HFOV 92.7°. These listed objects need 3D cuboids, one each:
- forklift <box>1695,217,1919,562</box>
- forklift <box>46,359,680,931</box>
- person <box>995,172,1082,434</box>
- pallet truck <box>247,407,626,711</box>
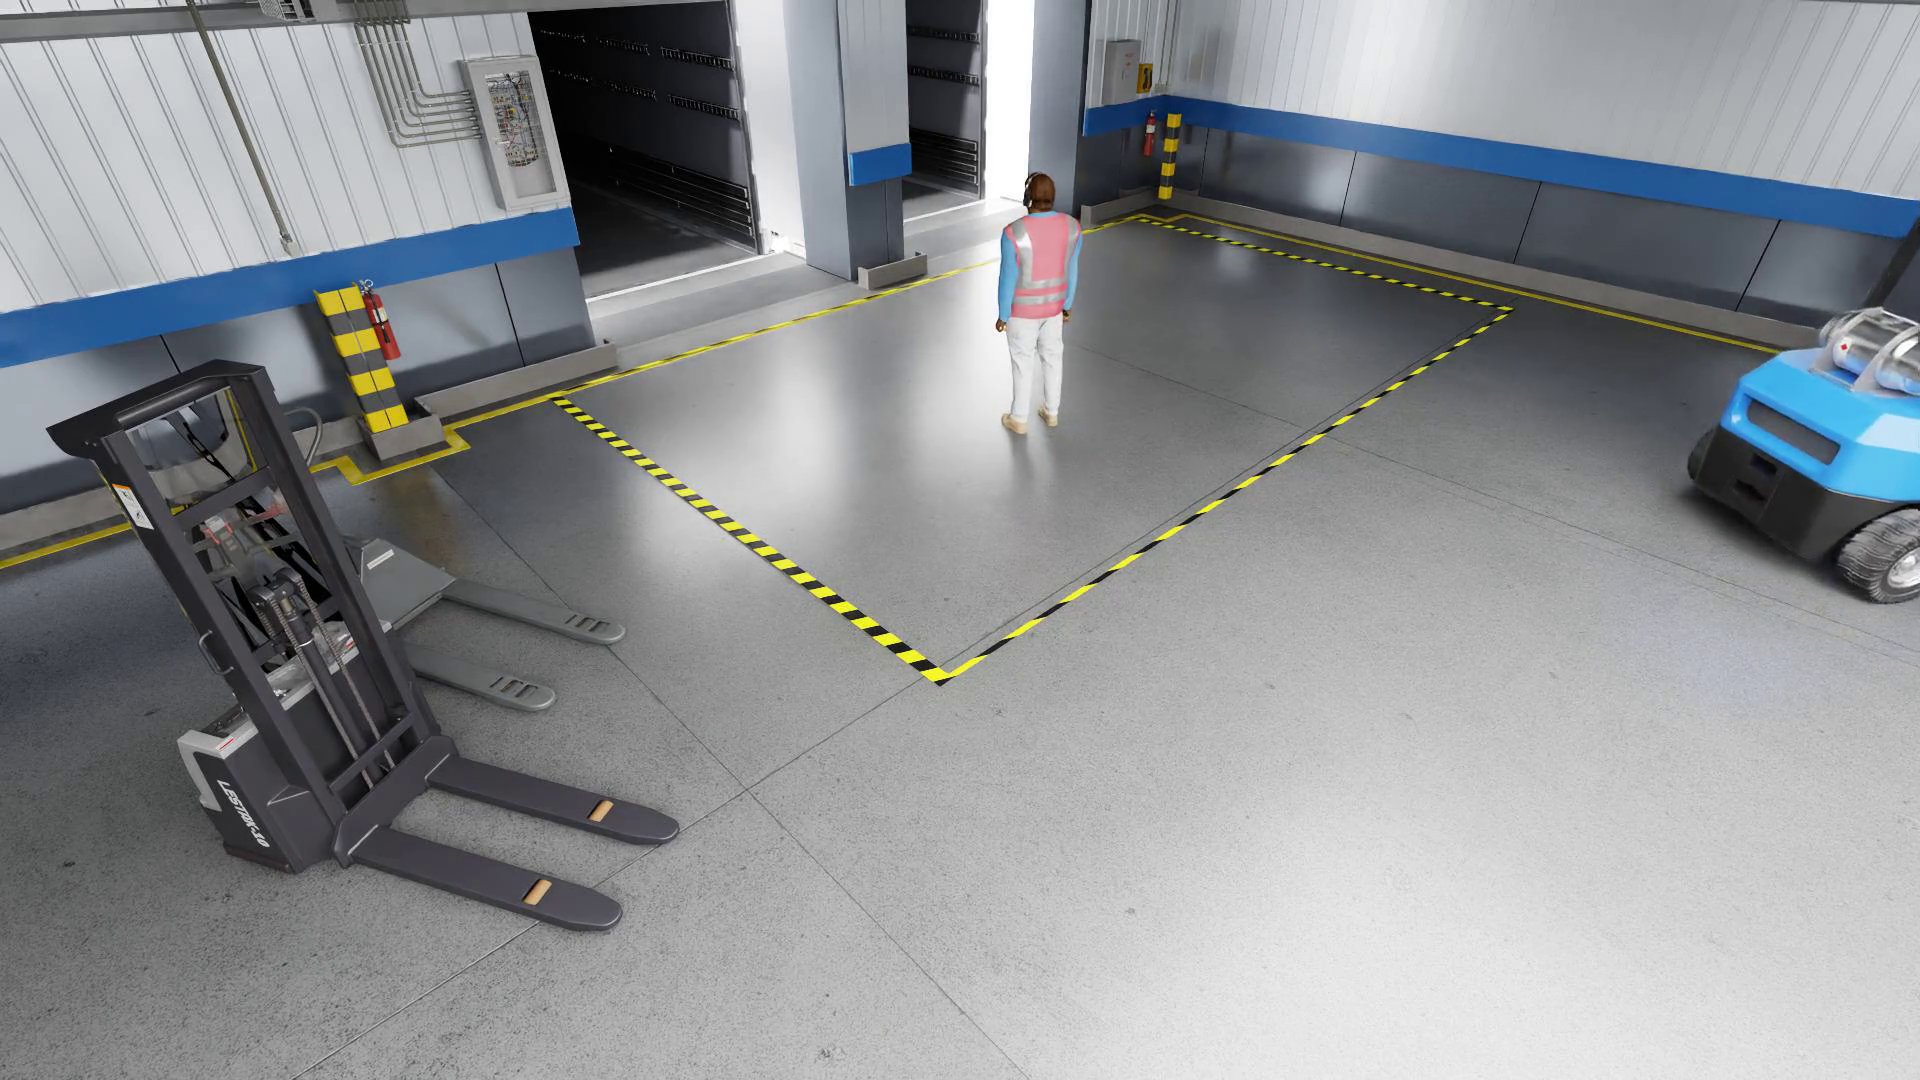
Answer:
[{"bbox_3d":[6.051,-1.015,5.152,2.680,2.036,1.157,-3,34,-5],"label":"forklift"},{"bbox_3d":[-2.135,0.422,3.354,1.885,1.965,0.823,10,35,14],"label":"forklift"},{"bbox_3d":[0.529,-1.653,6.541,0.632,1.841,0.429,-15,37,-21],"label":"person"},{"bbox_3d":[-2.628,0.038,4.590,1.601,1.201,0.680,12,36,18],"label":"pallet truck"}]
